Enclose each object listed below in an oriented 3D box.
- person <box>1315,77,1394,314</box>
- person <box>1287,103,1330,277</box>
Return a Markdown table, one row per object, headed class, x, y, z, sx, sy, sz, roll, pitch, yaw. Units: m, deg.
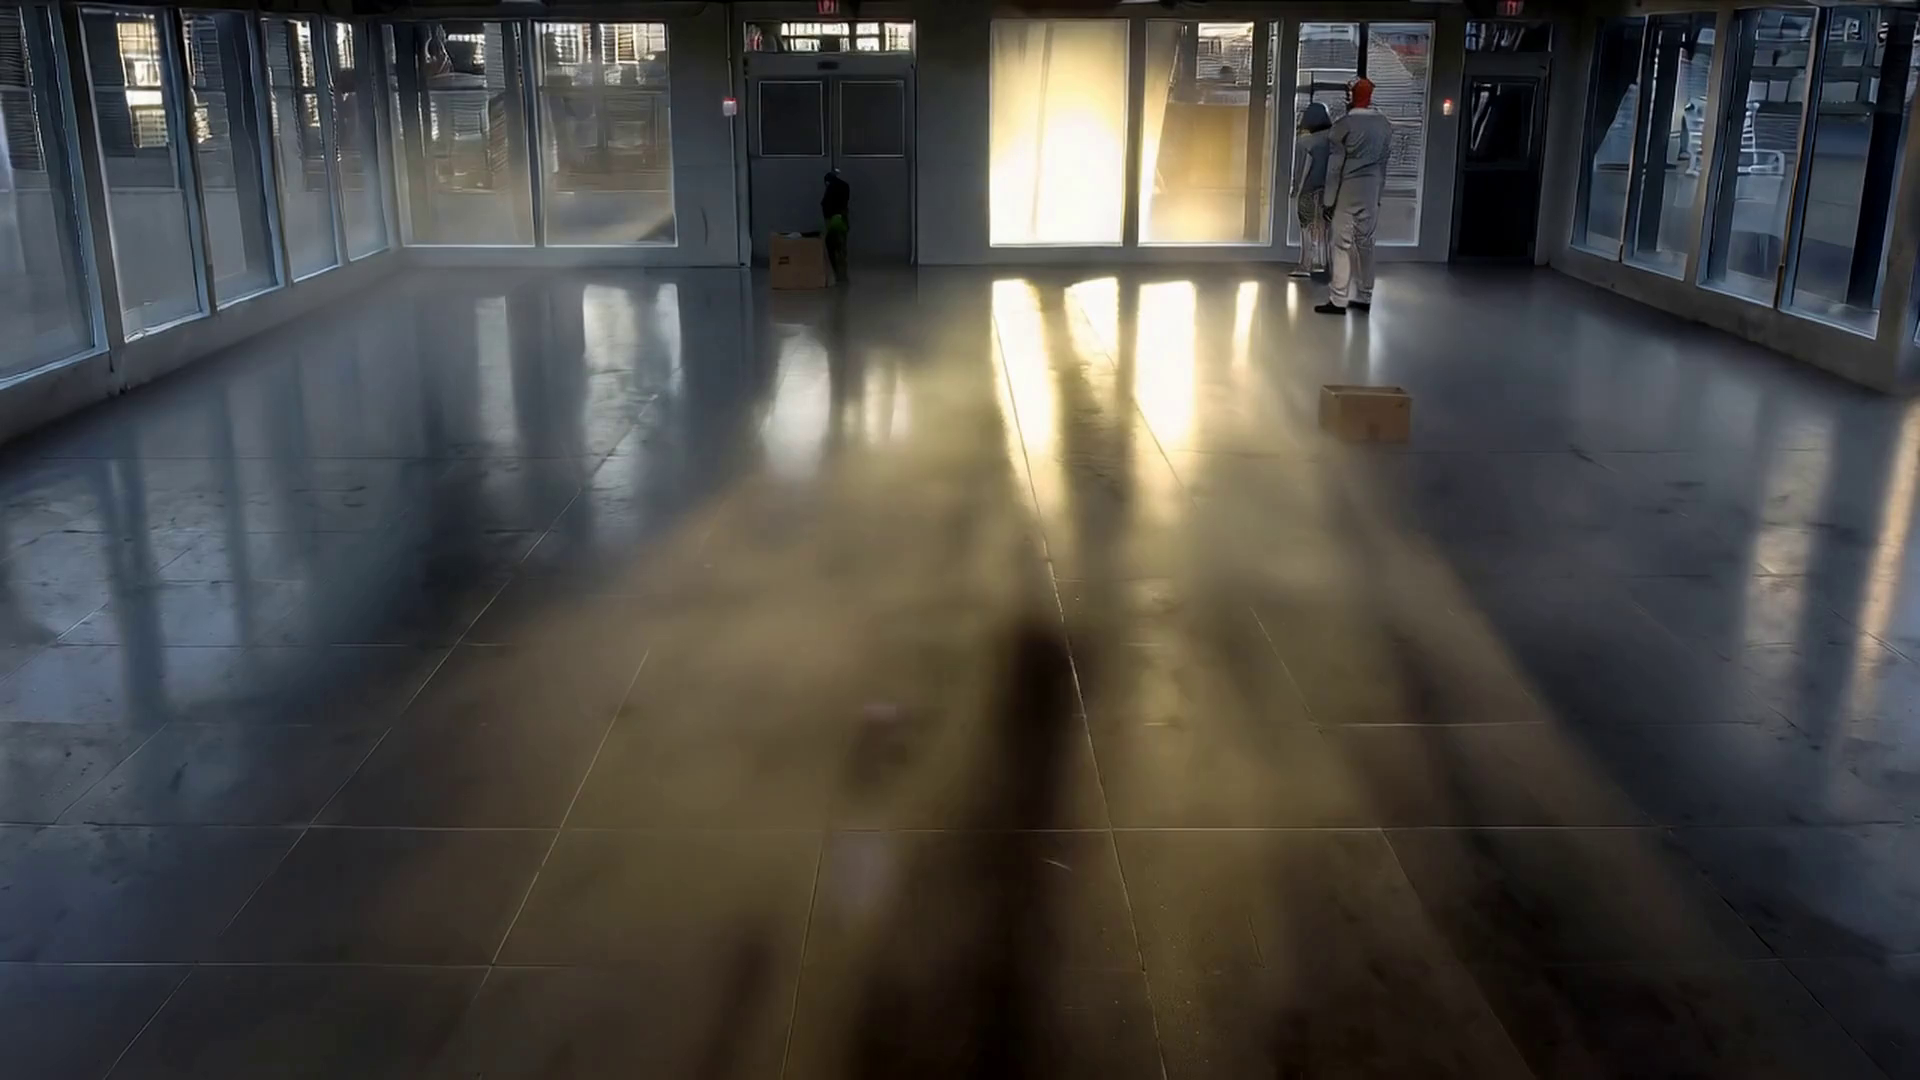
| class | x | y | z | sx | sy | sz | roll | pitch | yaw |
| --- | --- | --- | --- | --- | --- | --- | --- | --- | --- |
| person | 3.223 | -2.819 | 13.697 | 0.642 | 1.909 | 0.410 | -10 | 19 | -30 |
| person | 3.380 | -3.343 | 15.950 | 0.499 | 1.636 | 0.286 | -9 | 19 | -29 |
